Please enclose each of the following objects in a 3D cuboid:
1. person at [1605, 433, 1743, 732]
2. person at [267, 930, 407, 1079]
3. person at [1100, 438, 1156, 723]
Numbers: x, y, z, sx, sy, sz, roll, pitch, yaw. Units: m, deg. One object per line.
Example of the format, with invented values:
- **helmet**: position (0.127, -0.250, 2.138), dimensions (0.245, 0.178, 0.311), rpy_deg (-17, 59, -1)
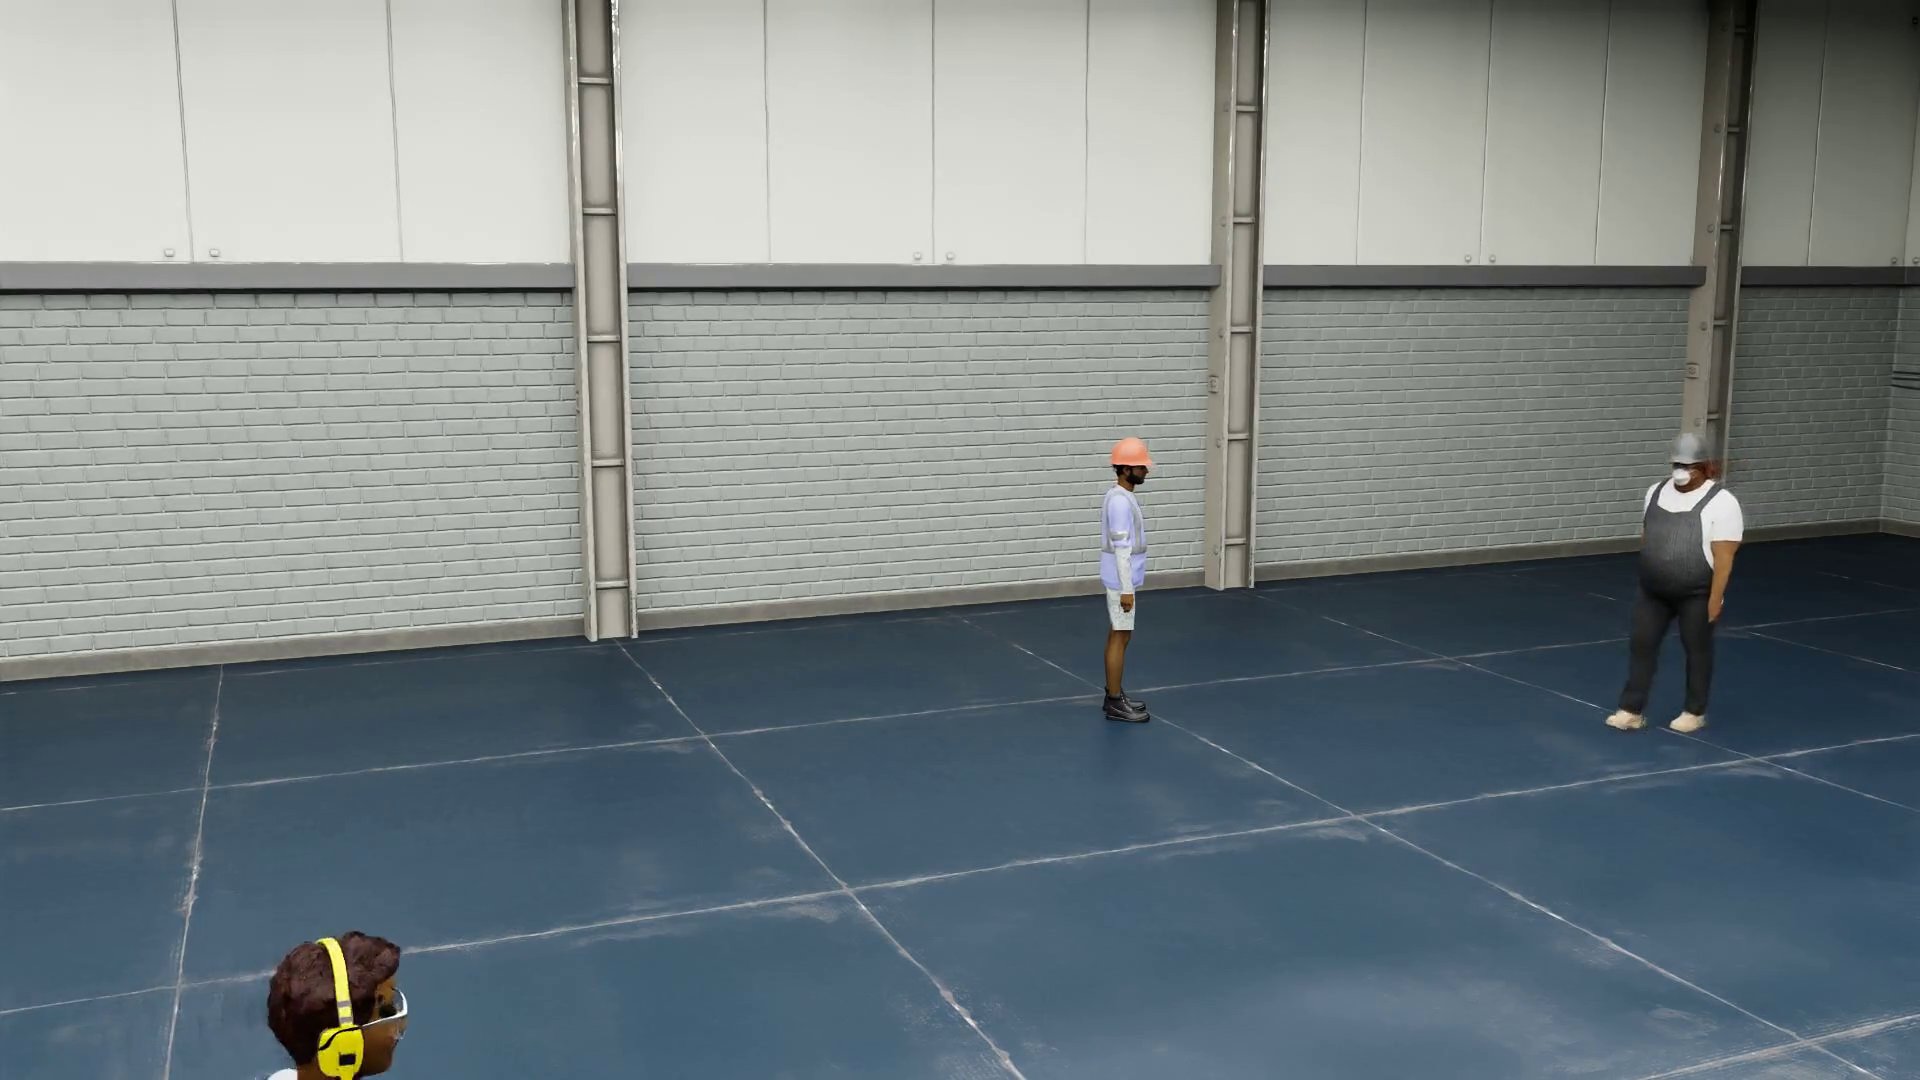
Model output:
- **person**: position (4.669, 0.288, 10.908), dimensions (0.861, 2.000, 0.713), rpy_deg (-6, 11, -34)
- **person**: position (-1.156, 1.628, 3.090), dimensions (0.435, 1.850, 0.531), rpy_deg (-5, 10, -29)
- **person**: position (1.138, 0.268, 11.357), dimensions (0.361, 1.938, 0.546), rpy_deg (0, 9, 3)
